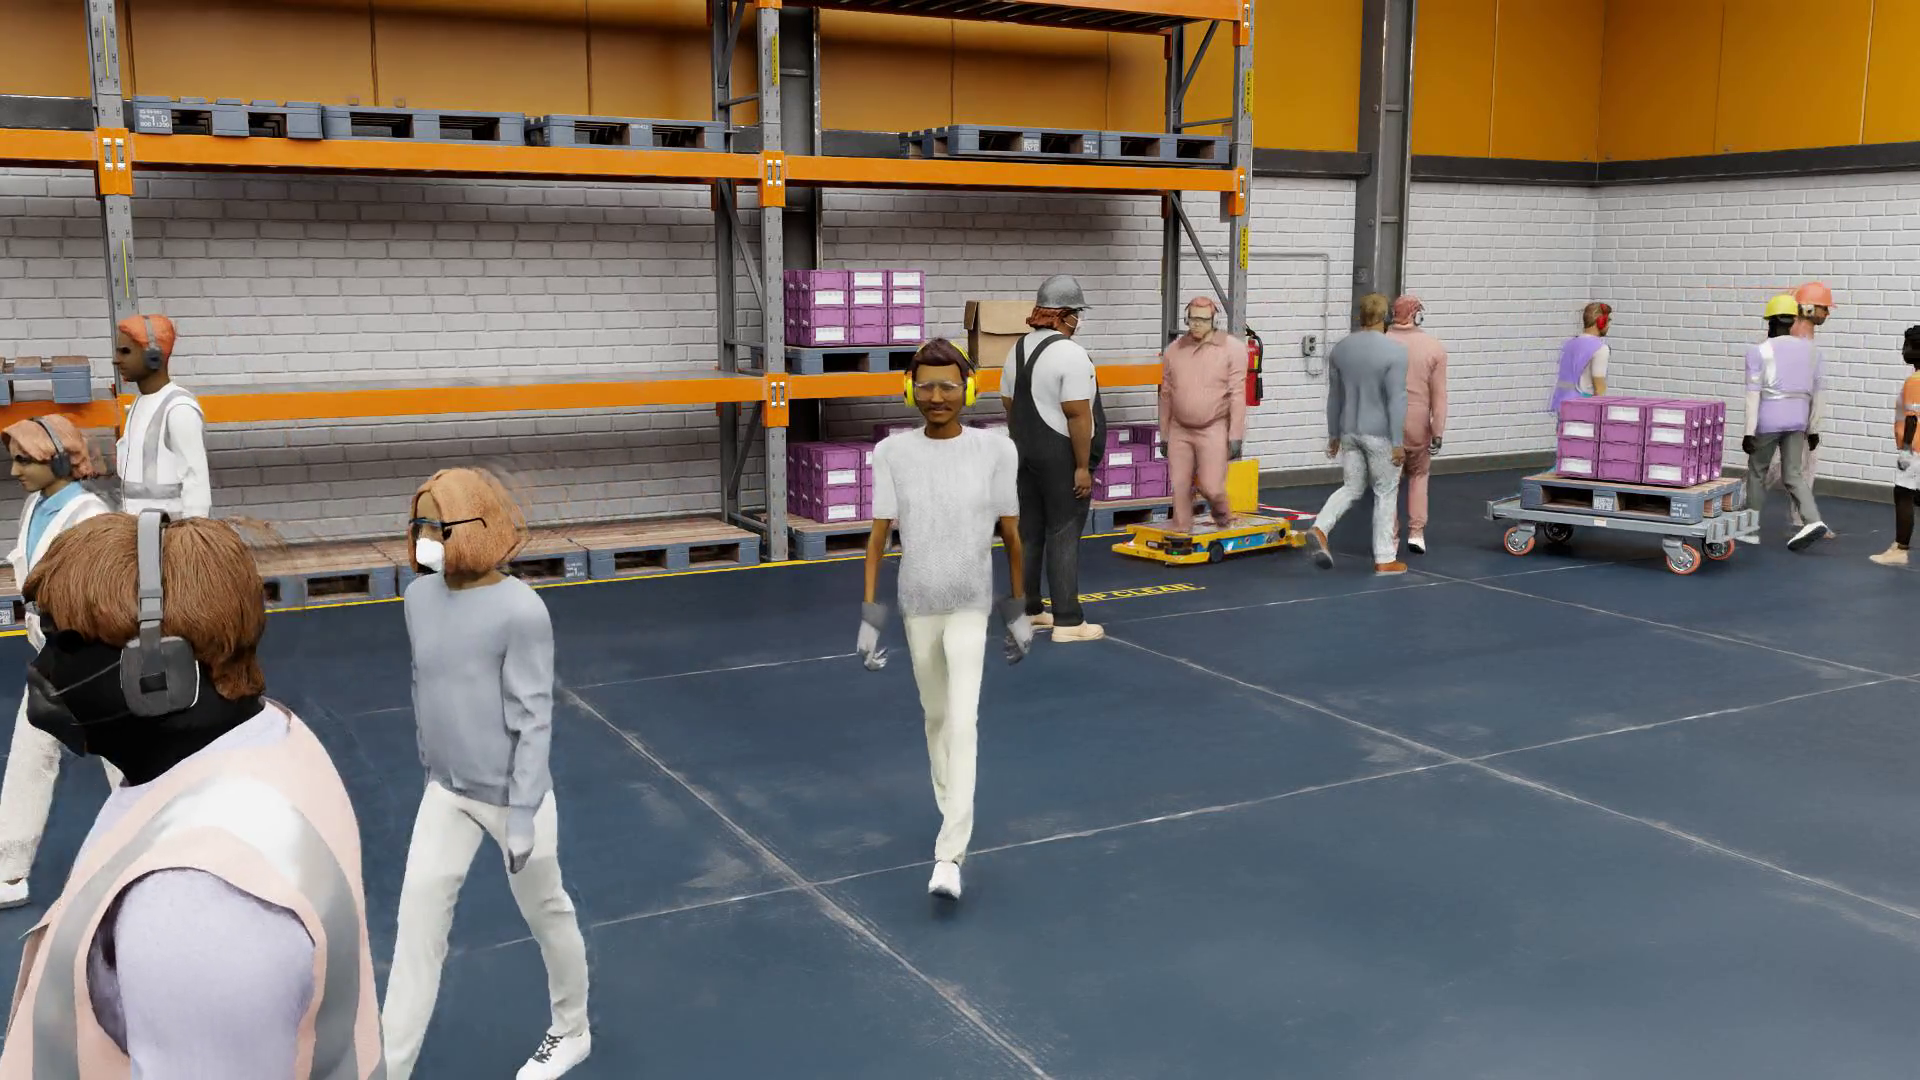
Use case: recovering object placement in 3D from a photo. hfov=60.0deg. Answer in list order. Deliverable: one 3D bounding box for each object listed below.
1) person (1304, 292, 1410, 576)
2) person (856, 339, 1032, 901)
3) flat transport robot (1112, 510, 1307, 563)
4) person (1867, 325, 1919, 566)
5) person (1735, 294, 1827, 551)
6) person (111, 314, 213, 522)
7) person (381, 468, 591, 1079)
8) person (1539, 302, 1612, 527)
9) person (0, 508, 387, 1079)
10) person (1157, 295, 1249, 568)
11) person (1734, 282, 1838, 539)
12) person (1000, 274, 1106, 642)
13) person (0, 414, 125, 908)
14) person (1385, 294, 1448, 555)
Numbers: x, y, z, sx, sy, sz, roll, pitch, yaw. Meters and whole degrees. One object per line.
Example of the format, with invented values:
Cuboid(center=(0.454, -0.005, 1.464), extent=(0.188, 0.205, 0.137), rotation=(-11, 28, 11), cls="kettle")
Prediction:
Cuboid(center=(2.663, -0.691, 11.092), extent=(0.735, 1.916, 0.650), rotation=(-7, 11, -35), cls="person")
Cuboid(center=(-0.074, 0.261, 5.509), extent=(0.559, 1.827, 0.943), rotation=(2, 9, 11), cls="person")
Cuboid(center=(1.838, -0.033, 12.060), extent=(1.431, 0.197, 0.652), rotation=(-8, 12, -39), cls="flat transport robot")
Cuboid(center=(6.665, -0.633, 11.438), extent=(0.532, 1.682, 0.534), rotation=(7, 12, 38), cls="person")
Cuboid(center=(6.060, -0.851, 12.182), extent=(0.624, 1.887, 0.867), rotation=(0, 9, -2), cls="person")
Cuboid(center=(-3.263, 0.016, 6.854), extent=(0.337, 1.882, 0.584), rotation=(-9, 13, -42), cls="person")
Cuboid(center=(-1.206, 0.629, 3.978), extent=(0.523, 1.585, 0.825), rotation=(6, 11, 31), cls="person")
Cuboid(center=(4.871, -0.991, 13.274), extent=(0.837, 1.808, 0.584), rotation=(-1, 9, -7), cls="person")
Cuboid(center=(-0.809, 0.852, 1.991), extent=(0.858, 1.818, 0.629), rotation=(-4, 10, -21), cls="person")
Cuboid(center=(1.677, -0.752, 11.530), extent=(0.664, 1.885, 0.519), rotation=(5, 11, 30), cls="person")
Cuboid(center=(6.303, -0.984, 12.698), extent=(0.760, 1.966, 0.609), rotation=(5, 10, 27), cls="person")
Cuboid(center=(0.560, -0.467, 9.321), extent=(0.536, 2.000, 0.684), rotation=(-6, 11, -32), cls="person")
Cuboid(center=(-2.888, 0.410, 5.268), extent=(0.529, 1.602, 0.786), rotation=(7, 12, 38), cls="person")
Cuboid(center=(3.163, -0.814, 11.933), extent=(0.638, 1.879, 0.601), rotation=(3, 10, 18), cls="person")
